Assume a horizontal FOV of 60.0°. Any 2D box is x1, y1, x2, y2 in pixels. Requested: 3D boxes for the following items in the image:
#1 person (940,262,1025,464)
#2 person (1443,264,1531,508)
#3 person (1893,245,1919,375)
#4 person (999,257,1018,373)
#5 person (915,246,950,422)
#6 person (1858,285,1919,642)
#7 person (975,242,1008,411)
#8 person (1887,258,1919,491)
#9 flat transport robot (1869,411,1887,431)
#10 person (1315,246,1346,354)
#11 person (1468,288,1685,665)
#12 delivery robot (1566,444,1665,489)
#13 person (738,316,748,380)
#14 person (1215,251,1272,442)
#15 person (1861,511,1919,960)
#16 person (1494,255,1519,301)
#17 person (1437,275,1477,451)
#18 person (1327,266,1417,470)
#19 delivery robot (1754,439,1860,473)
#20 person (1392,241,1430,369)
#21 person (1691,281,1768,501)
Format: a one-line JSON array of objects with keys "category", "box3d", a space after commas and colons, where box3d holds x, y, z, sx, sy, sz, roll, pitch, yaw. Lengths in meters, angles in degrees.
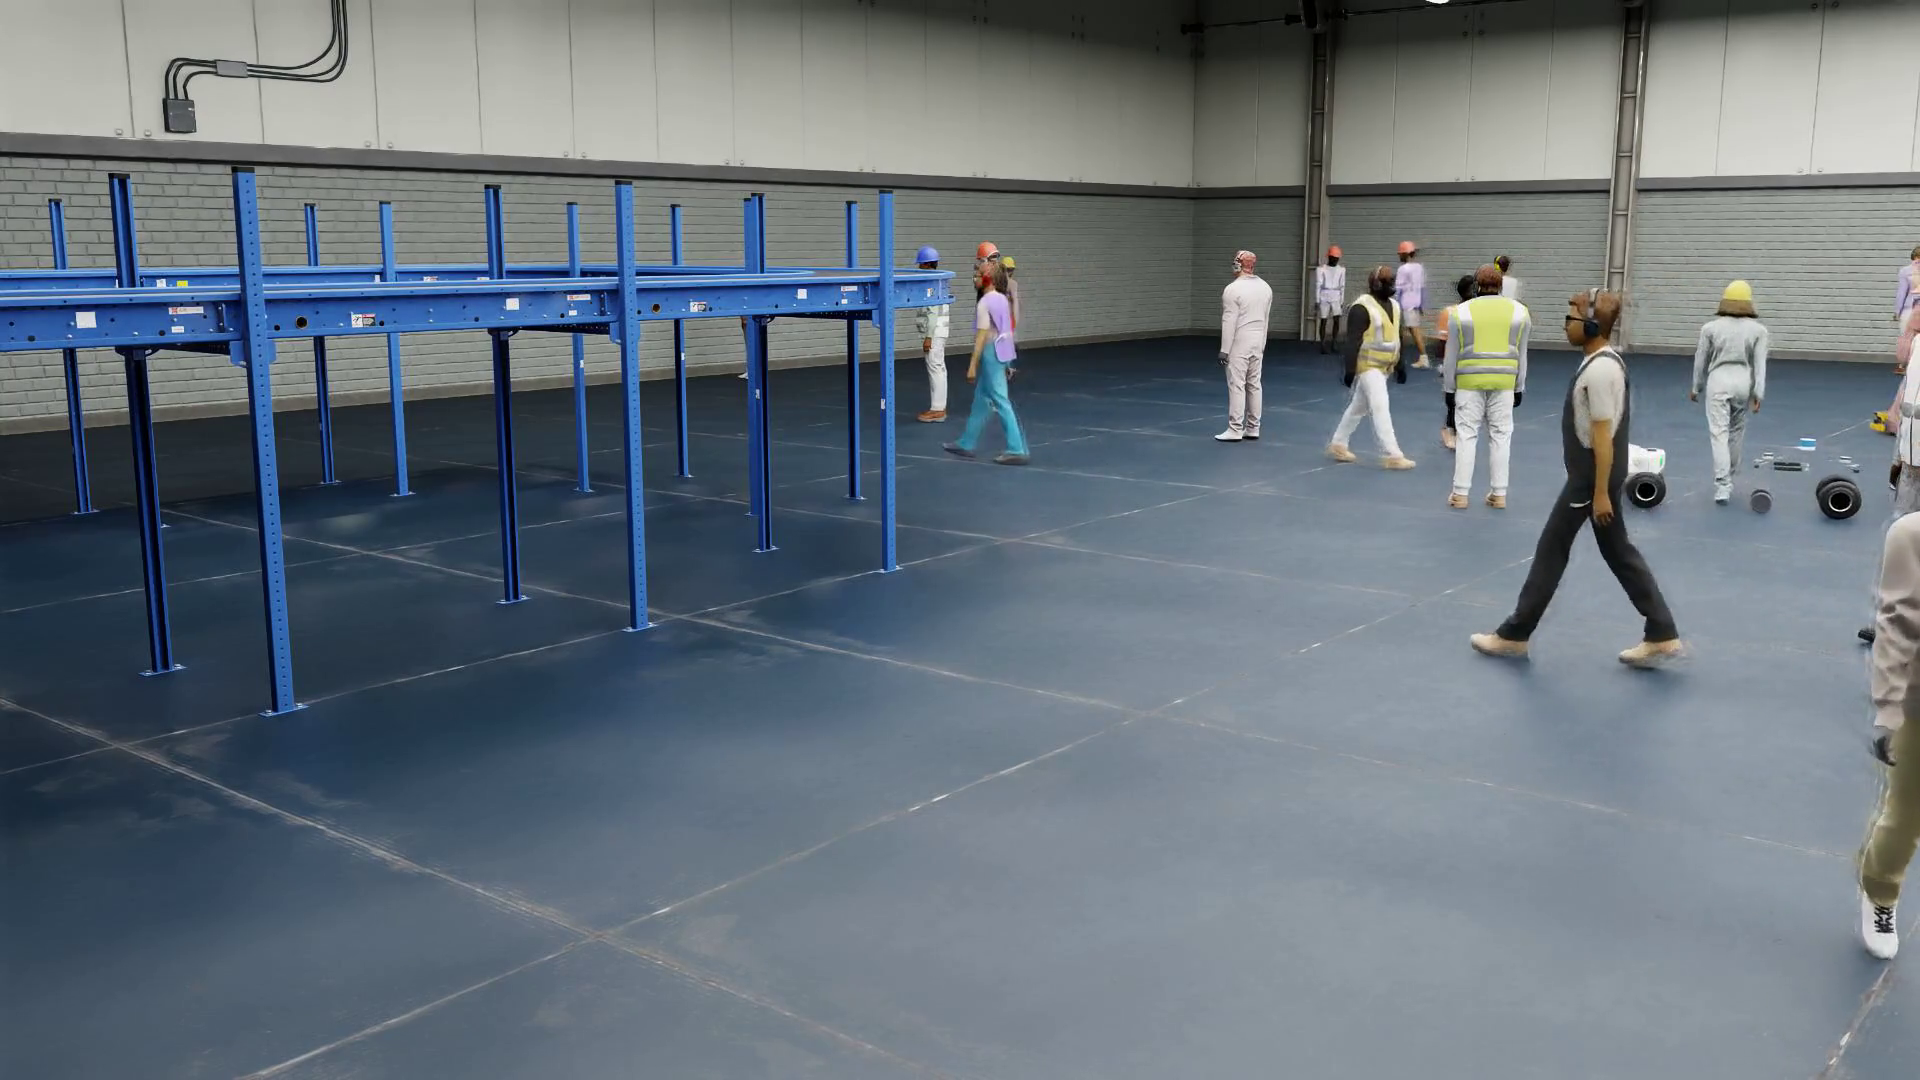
[{"category": "person", "box3d": [0.200, -1.611, 15.154, 0.921, 1.811, 0.588, 3, 11, 16]}, {"category": "person", "box3d": [3.987, -1.168, 12.662, 0.619, 1.835, 0.429, 1, 10, 7]}, {"category": "person", "box3d": [14.402, -3.463, 25.067, 0.634, 1.938, 0.355, 0, 10, 1]}, {"category": "person", "box3d": [0.698, -3.435, 25.419, 0.517, 1.757, 0.336, 10, 14, 43]}, {"category": "person", "box3d": [-0.315, -2.304, 18.627, 0.402, 1.943, 0.608, 2, 10, 9]}, {"category": "person", "box3d": [4.745, -0.401, 8.106, 0.360, 1.939, 0.543, -2, 10, -9]}, {"category": "person", "box3d": [0.358, -2.539, 19.817, 0.391, 1.987, 0.608, 4, 11, 23]}, {"category": "person", "box3d": [7.695, -1.311, 13.314, 0.431, 1.885, 0.658, 7, 12, 33]}, {"category": "flat transport robot", "box3d": [10.028, -1.162, 17.060, 0.652, 0.197, 1.431, 0, 10, 2]}, {"category": "person", "box3d": [6.574, -4.249, 29.508, 0.570, 1.902, 0.781, 0, 10, 0]}, {"category": "person", "box3d": [3.018, -0.291, 7.916, 0.988, 1.802, 0.527, 5, 12, 28]}, {"category": "delivery robot", "box3d": [5.090, -0.605, 12.925, 0.707, 0.478, 0.477, 4, 11, 21]}, {"category": "person", "box3d": [-3.058, -3.159, 24.212, 0.310, 1.642, 0.514, -5, 11, -25]}, {"category": "person", "box3d": [2.844, -1.956, 16.810, 0.643, 1.908, 0.410, -9, 13, -40]}, {"category": "person", "box3d": [2.641, 0.442, 4.380, 0.499, 1.595, 0.838, 3, 11, 16]}, {"category": "person", "box3d": [7.226, -2.897, 22.287, 0.542, 1.825, 0.988, -5, 11, -26]}, {"category": "person", "box3d": [4.824, -1.678, 15.876, 0.538, 1.682, 0.432, -5, 11, -24]}, {"category": "person", "box3d": [3.711, -1.567, 14.999, 0.989, 1.796, 0.637, 10, 14, 43]}, {"category": "delivery robot", "box3d": [6.316, -0.639, 12.397, 0.698, 0.223, 0.335, 5, 11, 24]}, {"category": "person", "box3d": [7.029, -3.714, 26.312, 0.626, 1.982, 1.095, -10, 14, -44]}, {"category": "person", "box3d": [6.029, -1.174, 13.057, 0.497, 1.696, 0.911, 2, 10, 12]}]
